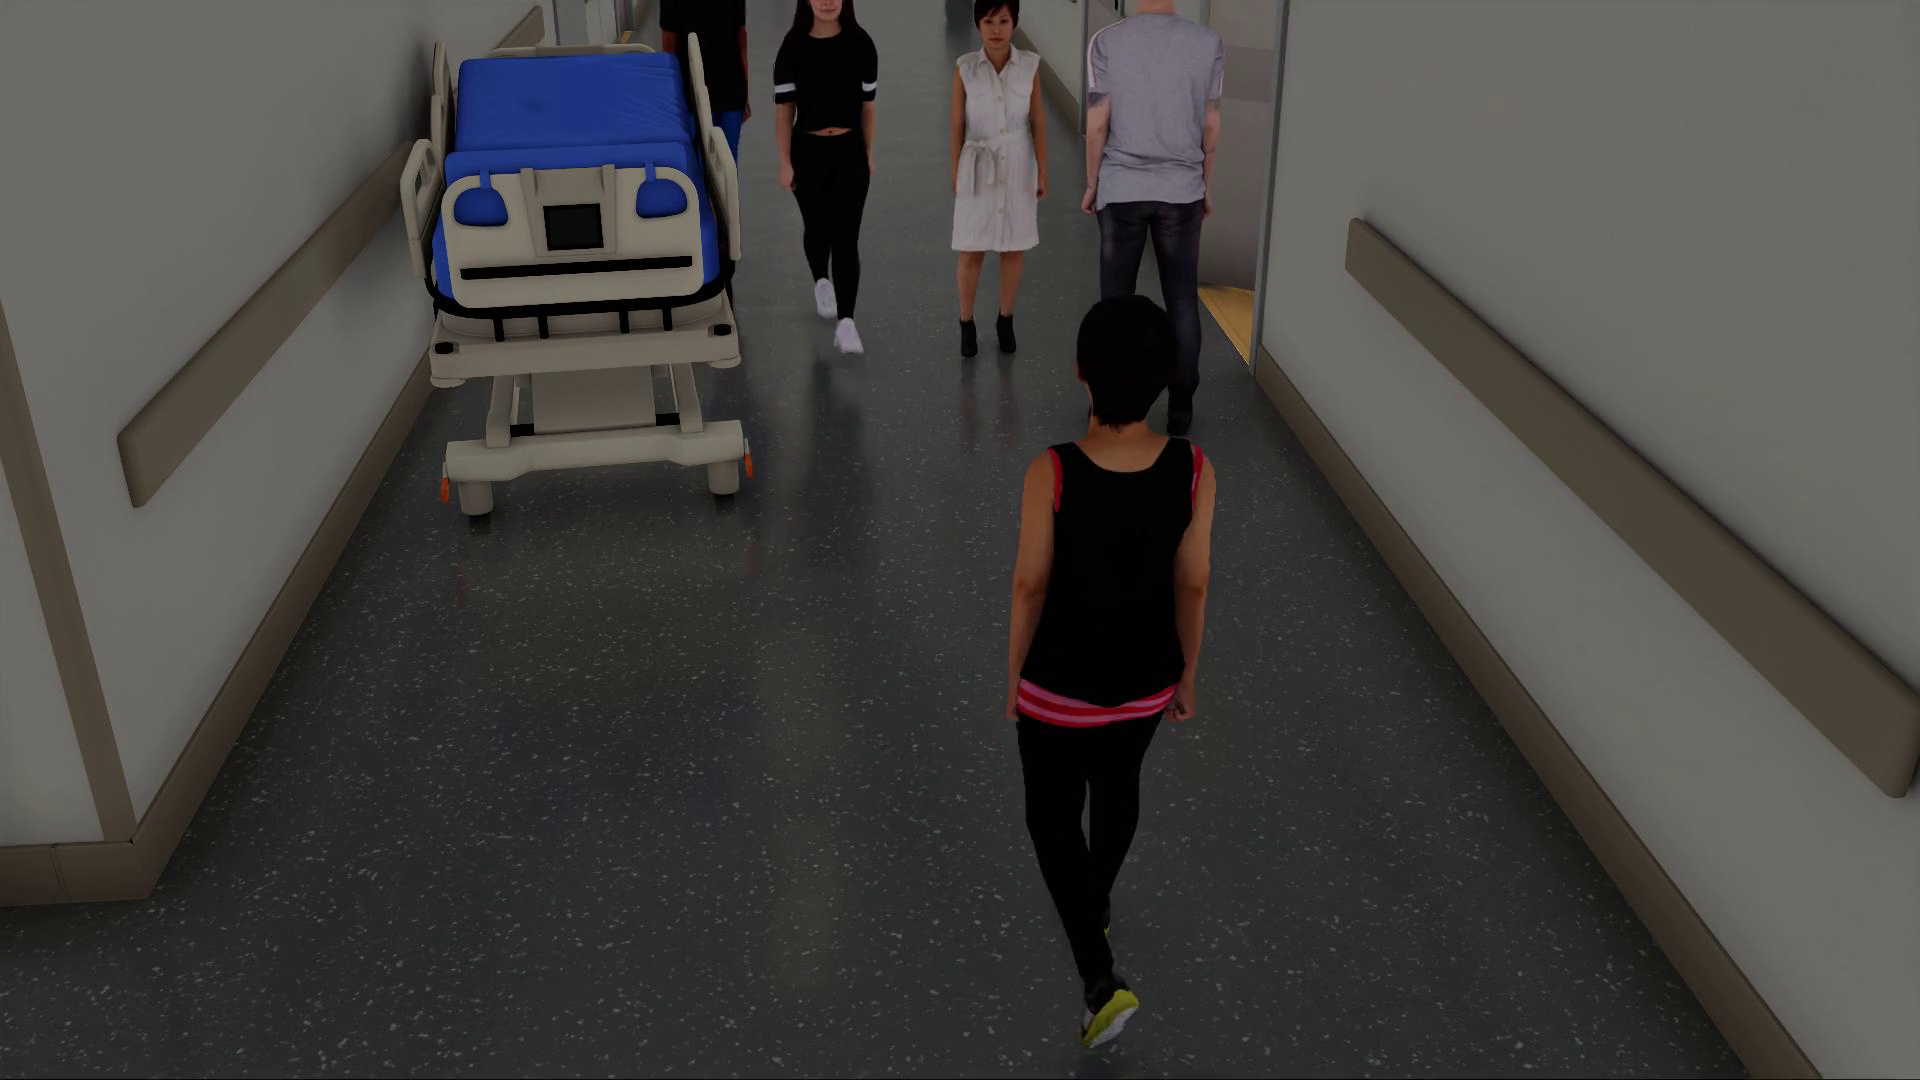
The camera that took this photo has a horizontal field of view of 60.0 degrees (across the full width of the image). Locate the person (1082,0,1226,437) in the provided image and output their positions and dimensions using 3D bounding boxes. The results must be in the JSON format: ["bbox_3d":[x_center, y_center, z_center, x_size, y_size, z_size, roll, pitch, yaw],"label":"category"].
[{"bbox_3d":[0.706,-1.282,6.212,0.522,1.831,0.716,-1,26,-2],"label":"person"}]

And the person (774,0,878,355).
[{"bbox_3d":[-0.596,-1.669,7.289,1.074,1.592,0.765,-5,26,-11],"label":"person"}]

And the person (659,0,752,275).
[{"bbox_3d":[-1.185,-2.119,8.001,0.929,1.785,0.852,-11,28,-22],"label":"person"}]

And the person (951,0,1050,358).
[{"bbox_3d":[0.166,-1.589,7.176,0.516,1.548,0.628,-3,26,-6],"label":"person"}]

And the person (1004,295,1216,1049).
[{"bbox_3d":[0.290,0.290,3.299,0.902,1.529,0.673,-4,26,-9],"label":"person"}]
